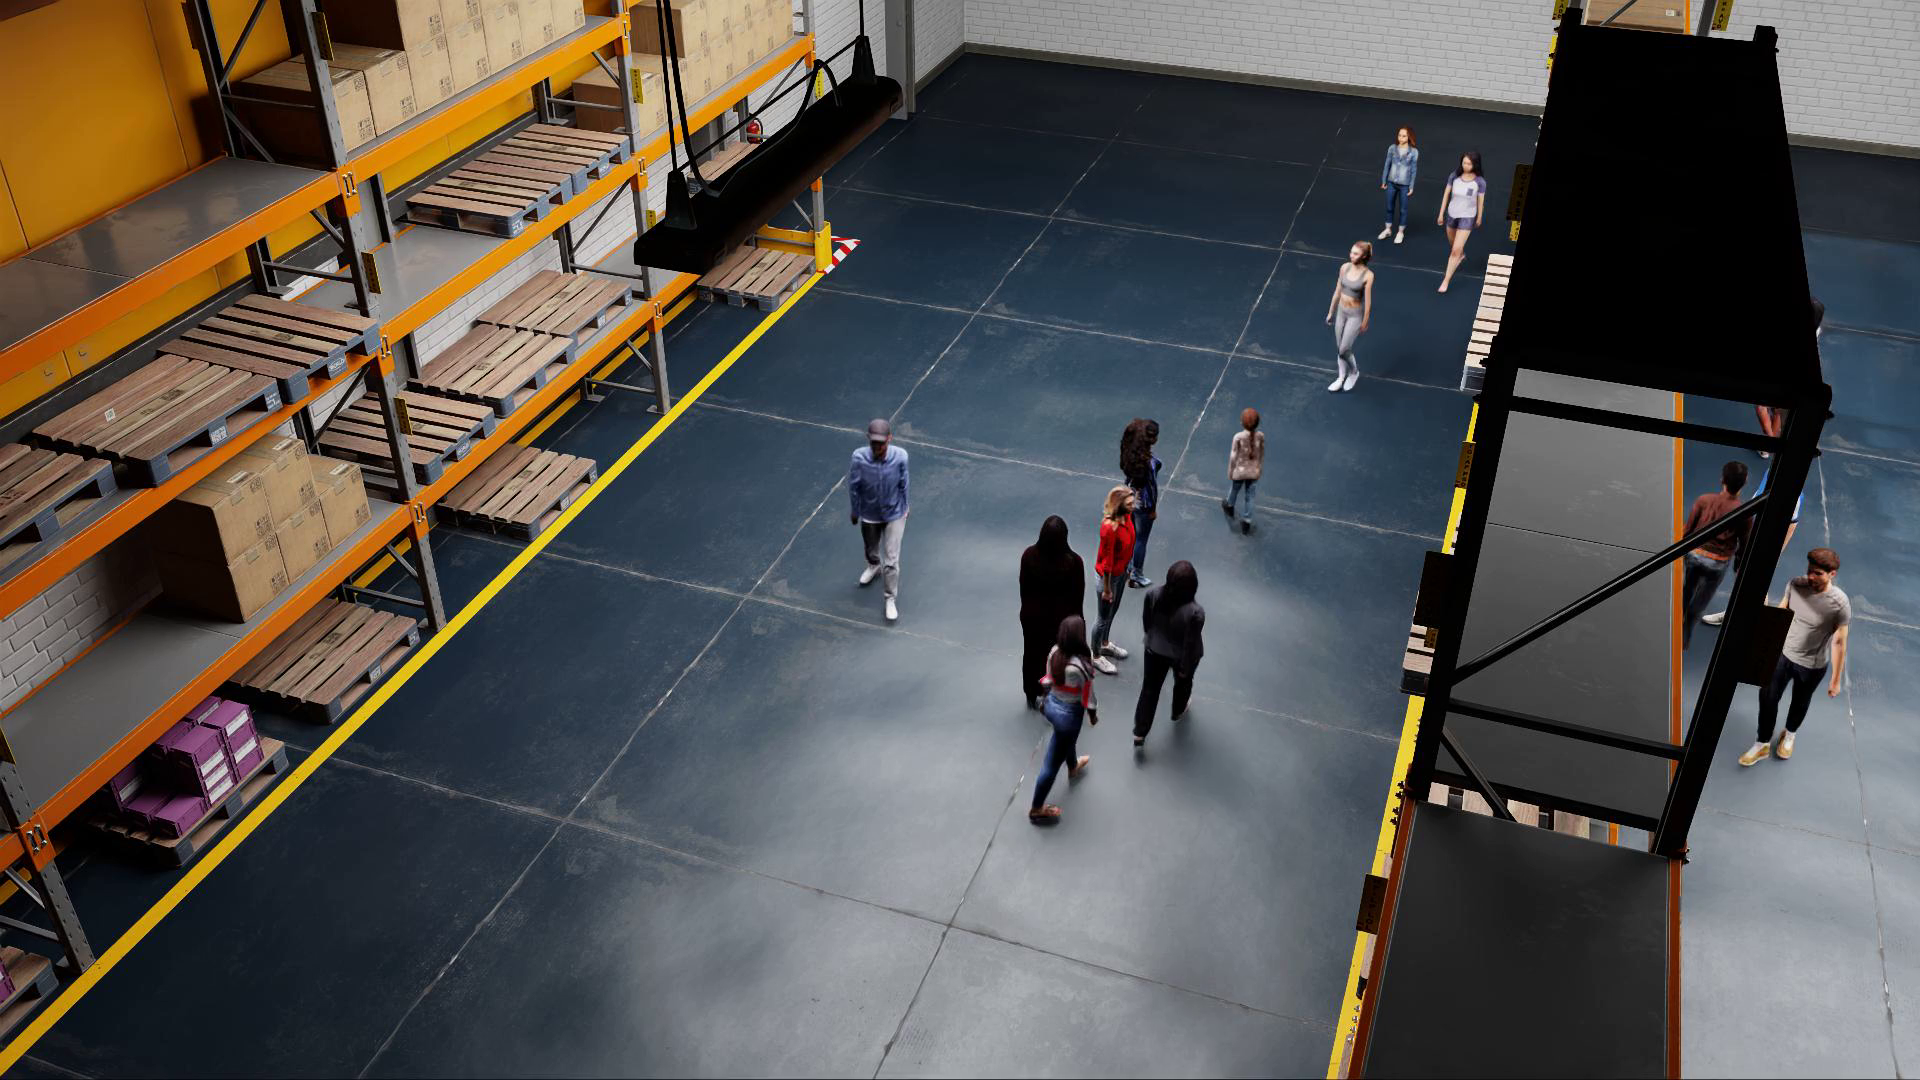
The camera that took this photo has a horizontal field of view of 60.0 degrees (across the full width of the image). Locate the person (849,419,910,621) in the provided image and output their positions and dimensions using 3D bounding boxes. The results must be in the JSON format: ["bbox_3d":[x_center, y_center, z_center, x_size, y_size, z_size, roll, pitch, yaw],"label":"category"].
[{"bbox_3d":[-0.657,-0.274,14.027,0.875,1.844,1.111,1,34,2],"label":"person"}]

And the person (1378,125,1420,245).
[{"bbox_3d":[5.454,-4.426,20.607,0.605,1.475,0.559,20,38,27],"label":"person"}]

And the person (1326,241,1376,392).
[{"bbox_3d":[4.099,-2.328,17.257,0.756,1.690,0.704,-23,40,-30],"label":"person"}]

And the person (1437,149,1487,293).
[{"bbox_3d":[5.901,-3.799,19.489,0.841,1.669,1.187,23,40,31],"label":"person"}]

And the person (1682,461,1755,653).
[{"bbox_3d":[5.972,0.216,13.366,0.774,1.759,0.760,29,43,36],"label":"person"}]

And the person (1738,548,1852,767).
[{"bbox_3d":[6.263,0.825,12.359,1.005,1.860,1.058,28,42,35],"label":"person"}]

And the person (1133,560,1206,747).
[{"bbox_3d":[1.561,0.875,12.542,0.778,1.575,1.100,17,37,23],"label":"person"}]

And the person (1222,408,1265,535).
[{"bbox_3d":[2.612,-0.604,15.134,0.631,1.167,0.790,0,34,0],"label":"person"}]

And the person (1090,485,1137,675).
[{"bbox_3d":[1.224,0.283,13.316,0.700,1.703,0.475,15,36,21],"label":"person"}]

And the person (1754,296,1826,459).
[{"bbox_3d":[7.985,-1.520,16.021,0.754,1.711,0.793,-4,34,-7],"label":"person"}]

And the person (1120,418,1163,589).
[{"bbox_3d":[1.545,-0.329,14.309,0.757,1.624,0.688,-13,36,-18],"label":"person"}]

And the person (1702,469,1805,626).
[{"bbox_3d":[6.568,0.014,13.574,0.804,1.866,0.686,-5,34,-7],"label":"person"}]

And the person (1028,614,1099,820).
[{"bbox_3d":[0.697,1.297,11.920,1.075,1.560,0.934,-18,38,-25],"label":"person"}]

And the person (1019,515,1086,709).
[{"bbox_3d":[0.705,0.578,12.825,0.669,1.757,0.606,9,35,14],"label":"person"}]
